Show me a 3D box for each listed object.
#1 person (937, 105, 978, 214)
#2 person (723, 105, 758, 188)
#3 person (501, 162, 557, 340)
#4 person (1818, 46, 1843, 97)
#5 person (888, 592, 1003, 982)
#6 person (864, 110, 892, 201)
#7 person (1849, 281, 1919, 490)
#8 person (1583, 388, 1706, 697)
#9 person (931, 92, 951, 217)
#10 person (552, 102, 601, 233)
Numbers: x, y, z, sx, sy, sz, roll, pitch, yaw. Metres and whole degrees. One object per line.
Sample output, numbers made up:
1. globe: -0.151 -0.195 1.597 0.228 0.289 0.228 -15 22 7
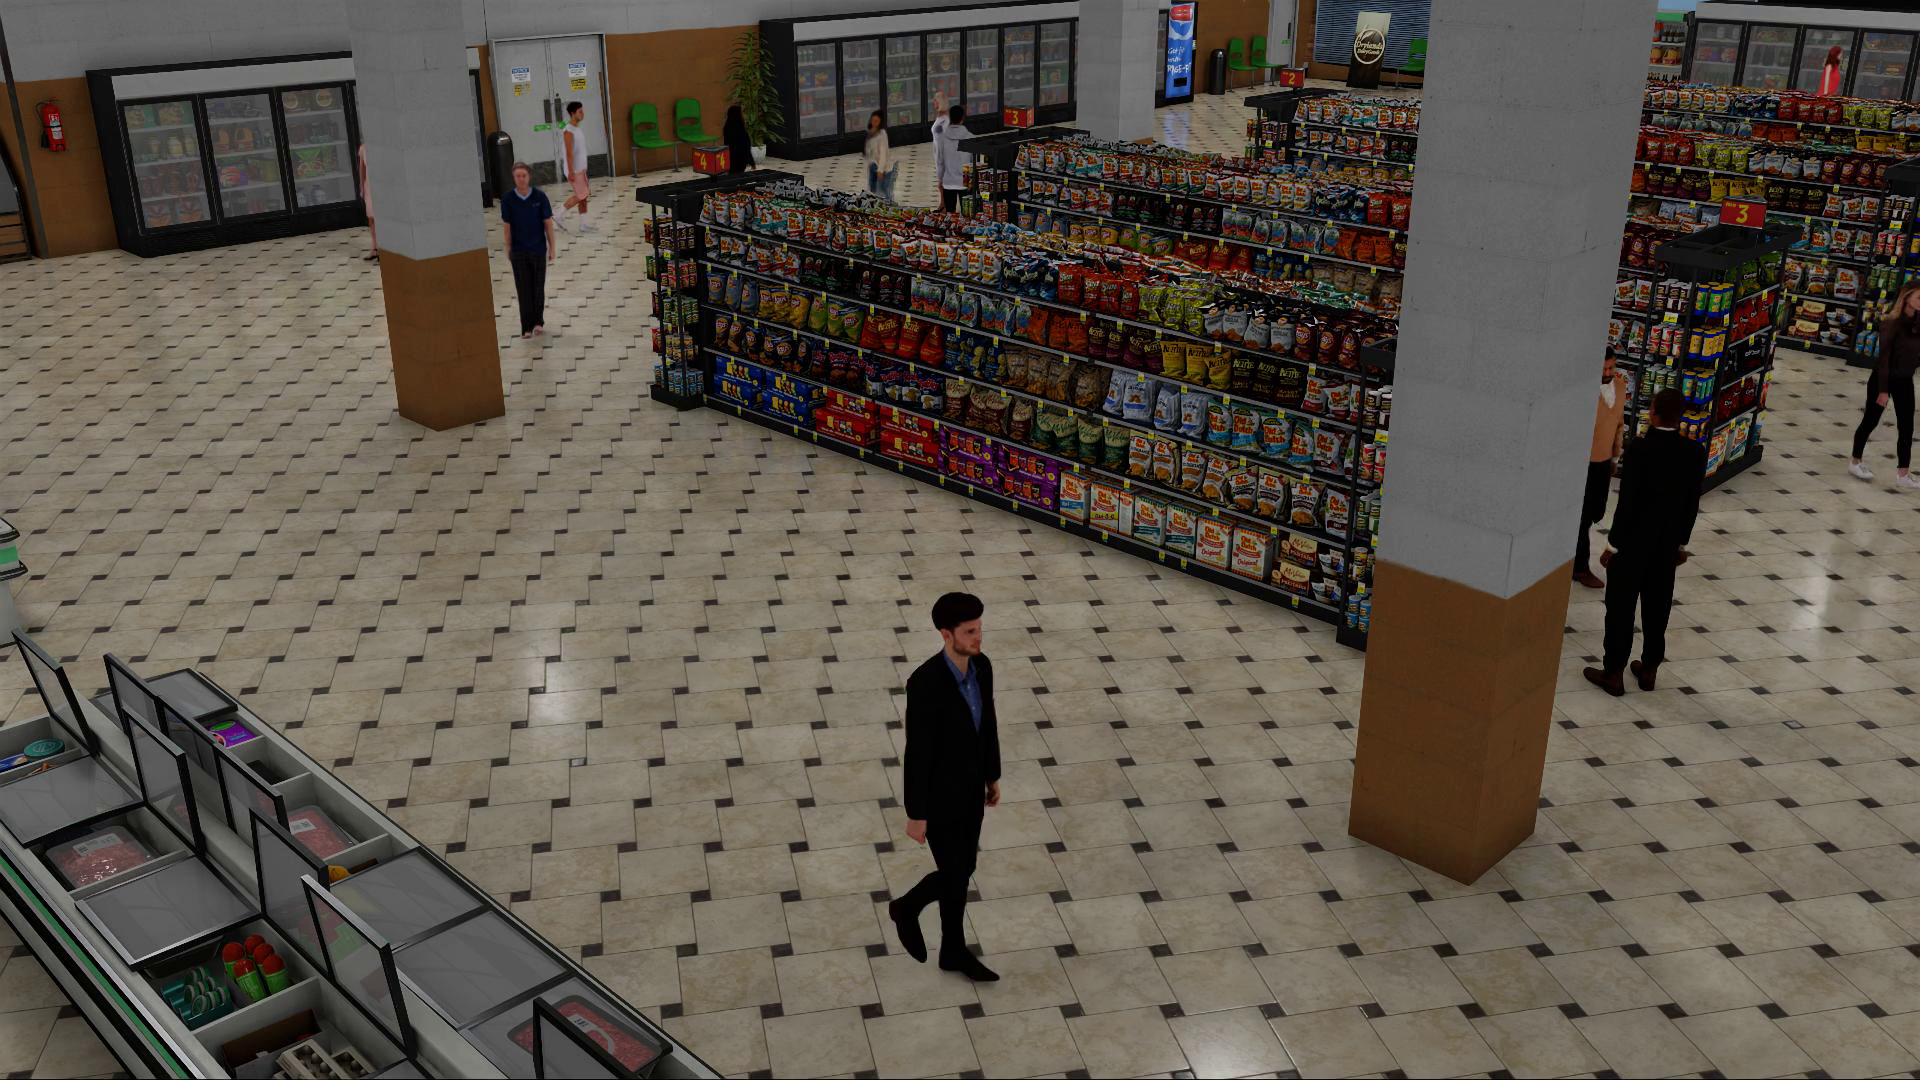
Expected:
1. person: -0.030 -4.618 21.424 0.758 1.929 0.822 0 22 1
2. person: -3.255 -5.329 23.686 0.825 1.562 1.098 -15 26 -32
3. person: -4.606 -3.099 17.758 0.983 1.843 1.149 -6 23 -15
4. person: 15.309 -7.833 29.590 0.983 1.807 0.584 19 29 39
5. person: -0.105 1.078 7.313 0.864 1.882 0.789 15 26 32
6. person: -1.104 -5.153 23.131 0.785 1.649 0.610 -8 23 -20
7. person: 7.459 -1.277 13.450 0.874 1.674 1.025 -7 23 -16
8. person: 4.107 0.011 9.936 0.794 1.904 0.823 -3 22 -8
9. person: -0.254 -5.590 24.083 0.704 1.750 0.598 -6 23 -14
10. person: -5.361 -5.103 22.847 0.998 1.768 0.926 1 22 3
